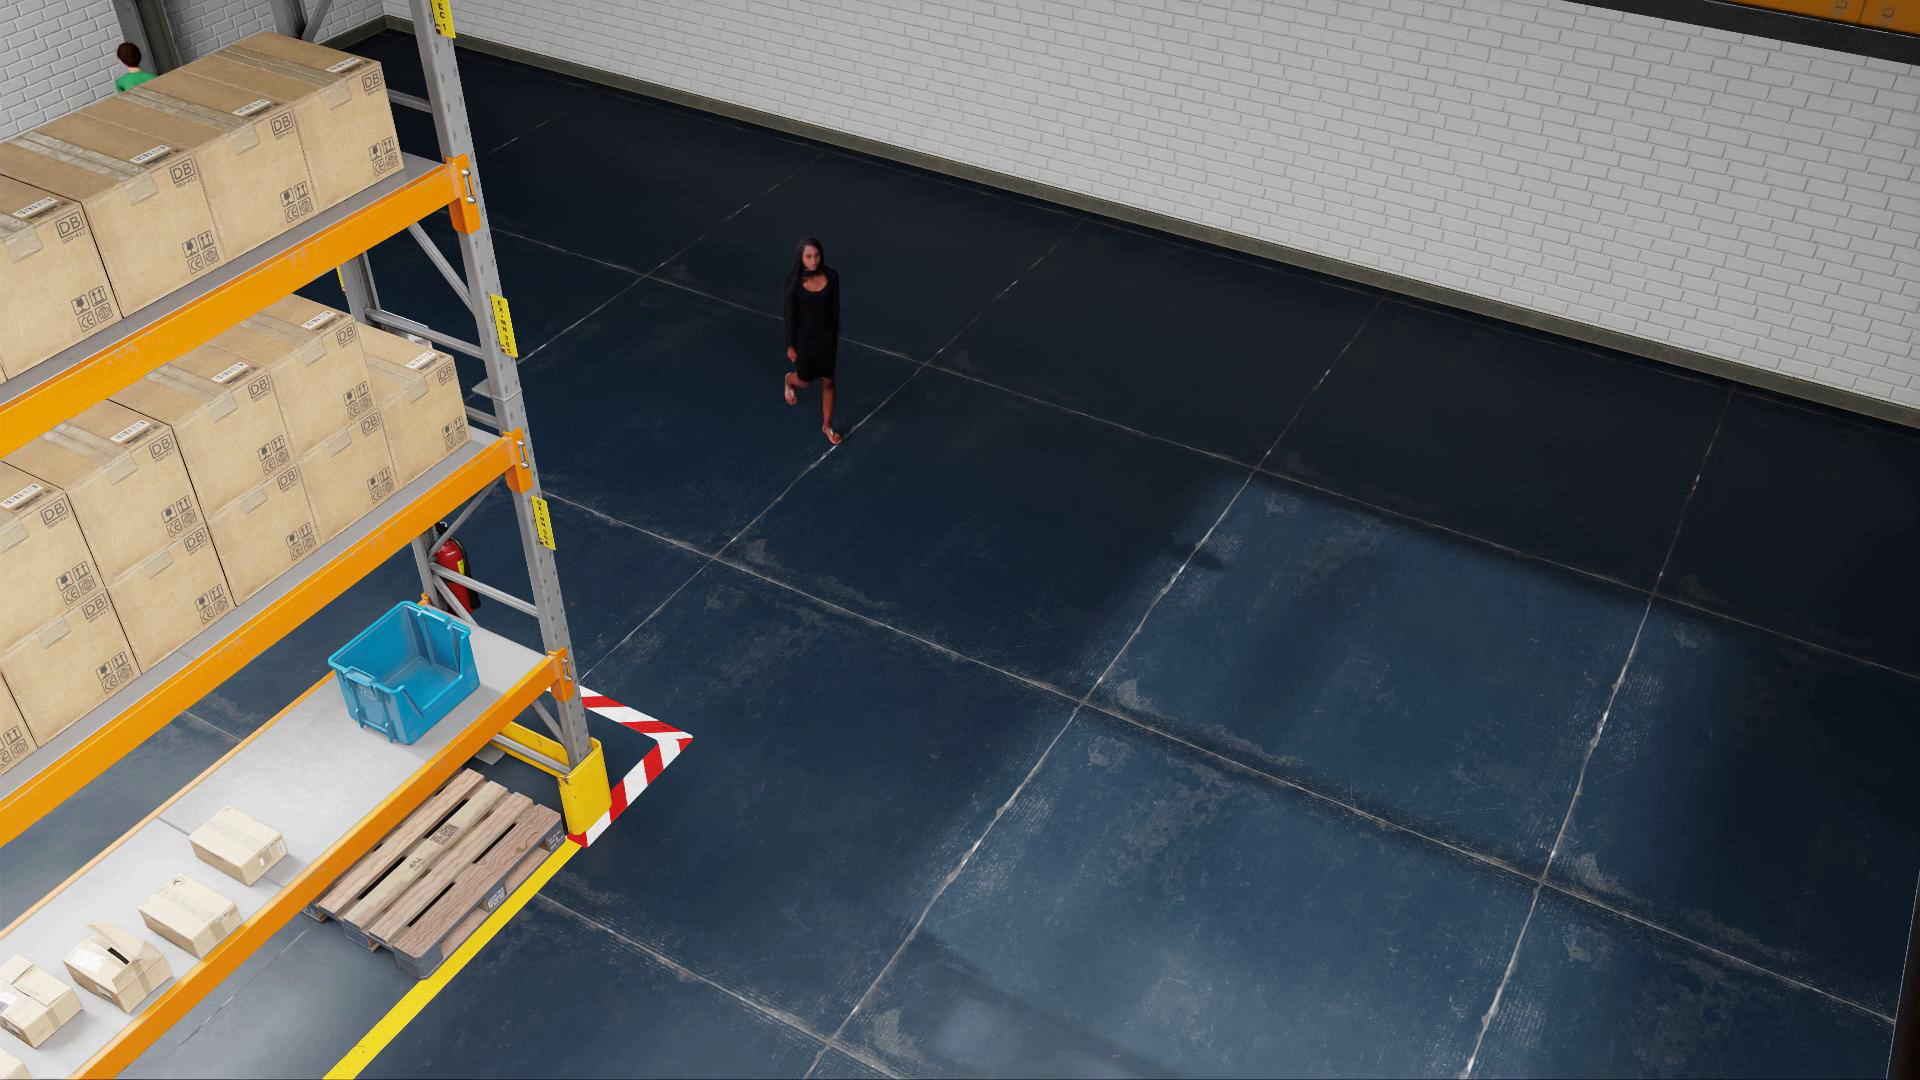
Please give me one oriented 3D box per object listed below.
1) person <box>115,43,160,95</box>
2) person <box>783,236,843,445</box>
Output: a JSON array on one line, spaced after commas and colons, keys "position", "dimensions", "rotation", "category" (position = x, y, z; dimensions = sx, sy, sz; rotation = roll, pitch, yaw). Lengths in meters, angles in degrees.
[{"position": [-7.628, -3.856, 15.757], "dimensions": [1.049, 1.623, 0.915], "rotation": [-26, 45, -29], "category": "person"}, {"position": [-1.157, -1.578, 12.840], "dimensions": [0.976, 1.705, 0.945], "rotation": [-21, 43, -24], "category": "person"}]
